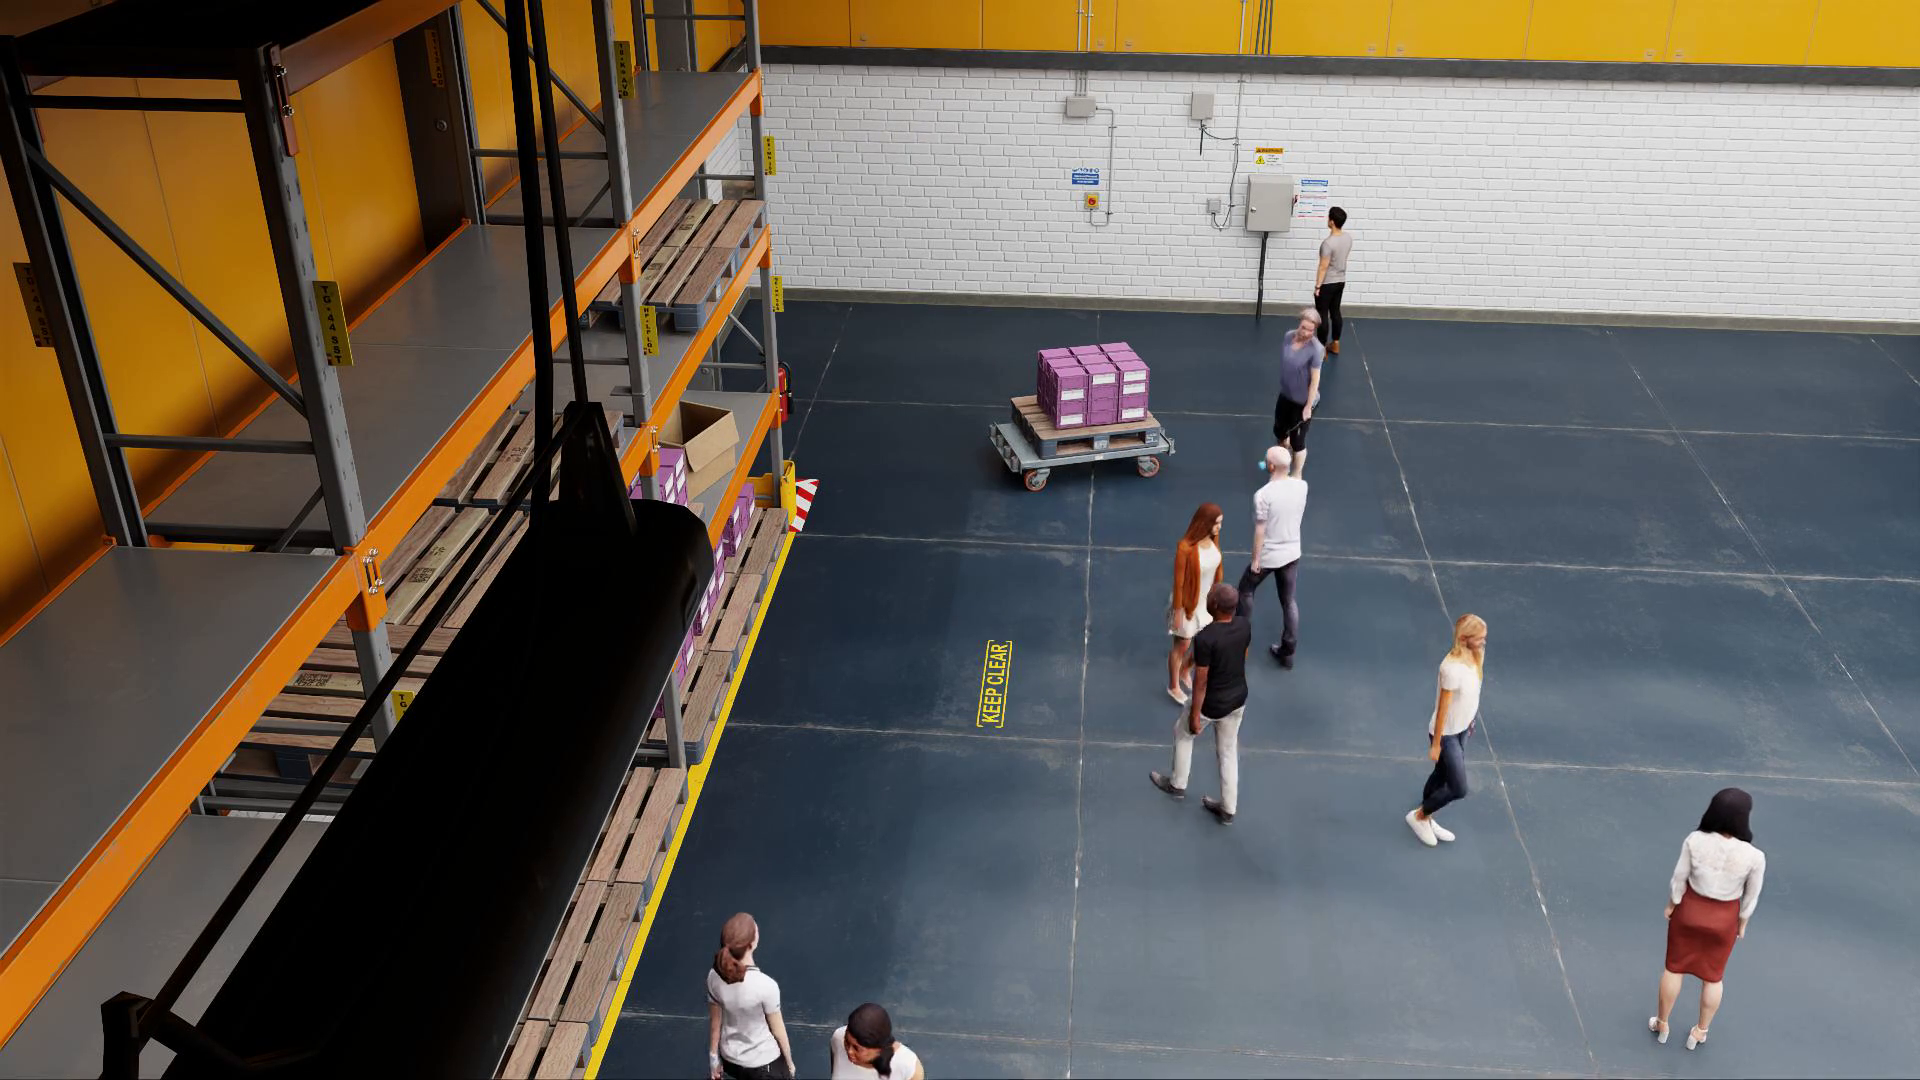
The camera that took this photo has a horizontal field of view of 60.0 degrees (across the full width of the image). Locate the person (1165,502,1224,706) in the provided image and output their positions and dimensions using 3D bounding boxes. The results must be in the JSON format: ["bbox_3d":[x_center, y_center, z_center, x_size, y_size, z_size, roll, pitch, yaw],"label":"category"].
[{"bbox_3d":[1.681,0.439,12.451,0.753,1.699,0.814,-21,35,-33],"label":"person"}]

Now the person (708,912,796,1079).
[{"bbox_3d":[-1.080,2.663,8.341,0.778,1.731,1.065,11,30,19],"label":"person"}]

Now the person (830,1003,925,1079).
[{"bbox_3d":[-0.378,2.846,8.066,0.789,1.674,0.887,12,31,20],"label":"person"}]

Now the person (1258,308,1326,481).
[{"bbox_3d":[3.154,-1.322,15.523,1.008,1.849,0.882,-9,30,-16],"label":"person"}]

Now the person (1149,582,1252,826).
[{"bbox_3d":[1.770,1.135,11.090,1.008,1.781,1.090,-18,33,-30],"label":"person"}]

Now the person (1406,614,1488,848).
[{"bbox_3d":[3.116,1.236,10.890,0.809,1.795,0.717,18,33,29],"label":"person"}]

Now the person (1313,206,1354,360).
[{"bbox_3d":[4.129,-2.871,18.495,0.675,1.723,0.721,-19,34,-31],"label":"person"}]

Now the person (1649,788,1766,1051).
[{"bbox_3d":[4.164,2.131,9.296,0.654,1.751,0.619,12,31,21],"label":"person"}]

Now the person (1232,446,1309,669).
[{"bbox_3d":[2.485,0.173,12.835,1.031,1.800,1.163,-14,31,-23],"label":"person"}]
